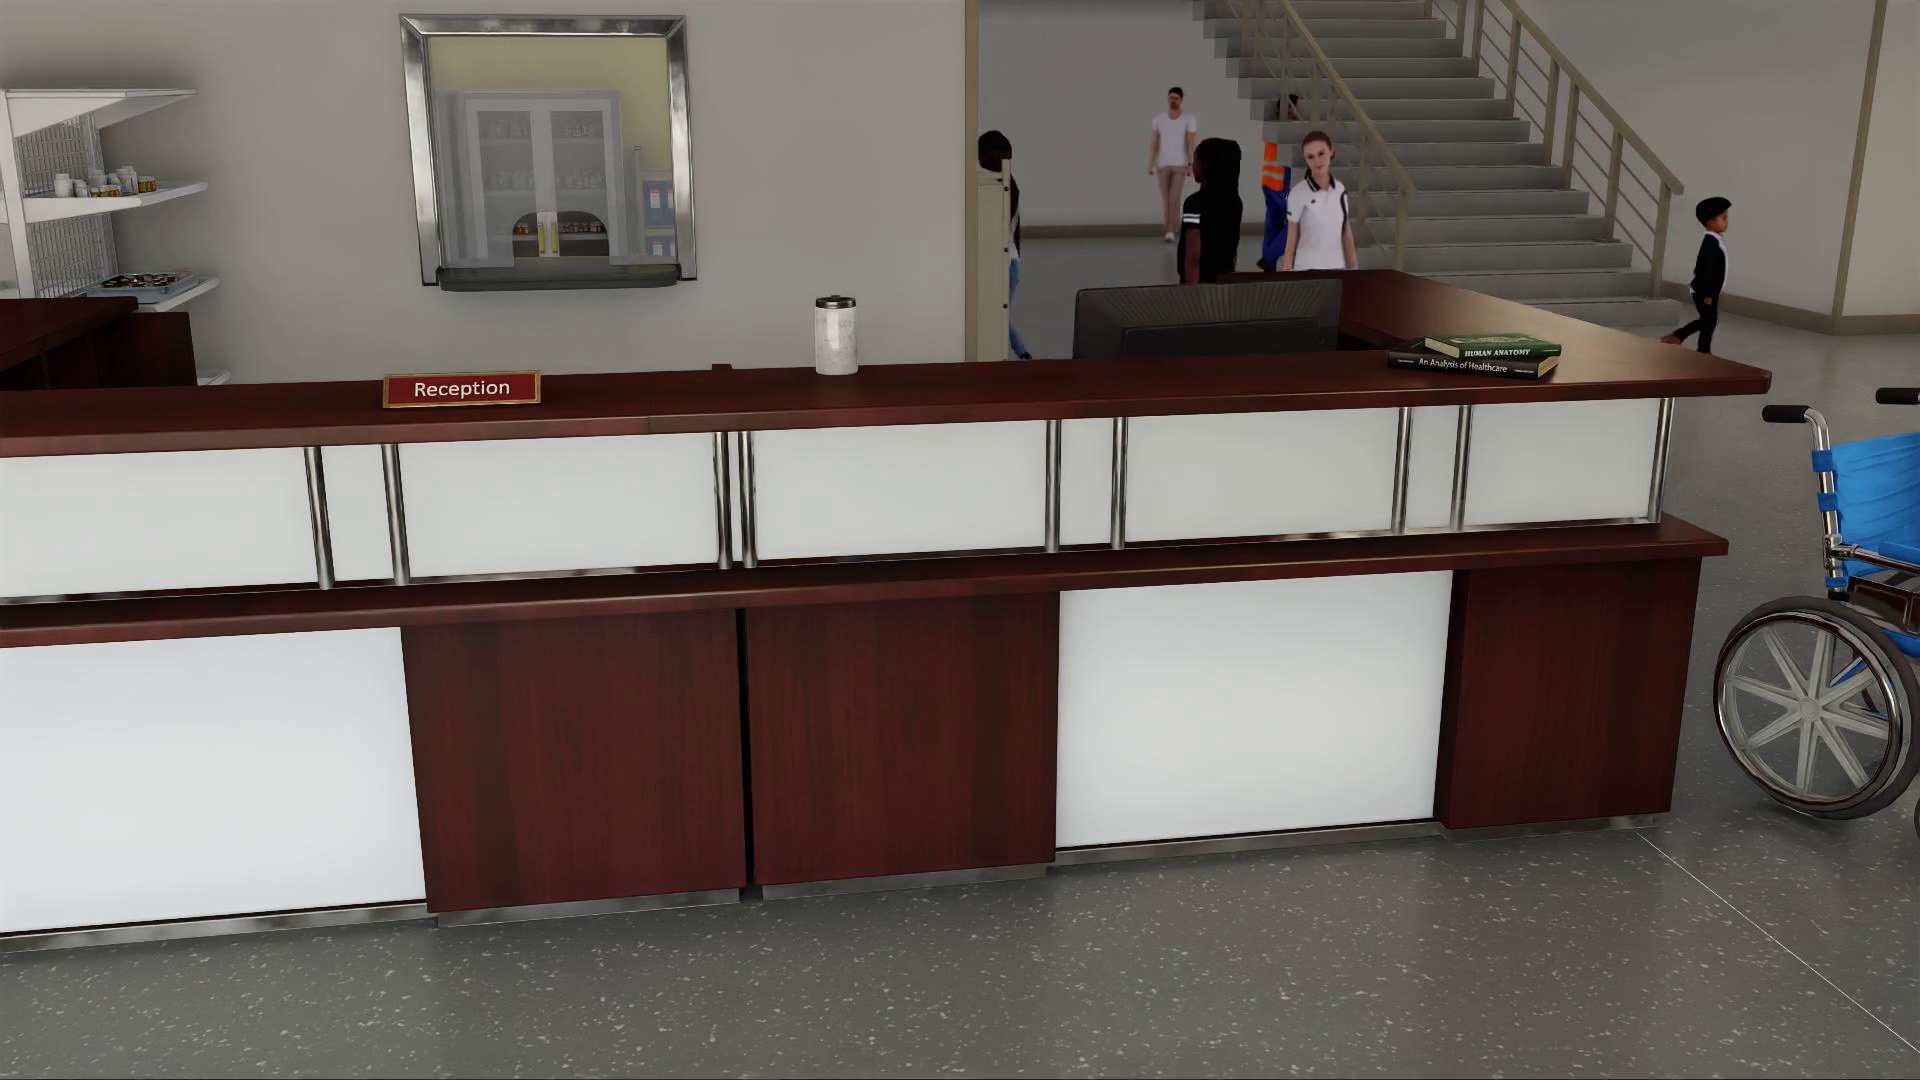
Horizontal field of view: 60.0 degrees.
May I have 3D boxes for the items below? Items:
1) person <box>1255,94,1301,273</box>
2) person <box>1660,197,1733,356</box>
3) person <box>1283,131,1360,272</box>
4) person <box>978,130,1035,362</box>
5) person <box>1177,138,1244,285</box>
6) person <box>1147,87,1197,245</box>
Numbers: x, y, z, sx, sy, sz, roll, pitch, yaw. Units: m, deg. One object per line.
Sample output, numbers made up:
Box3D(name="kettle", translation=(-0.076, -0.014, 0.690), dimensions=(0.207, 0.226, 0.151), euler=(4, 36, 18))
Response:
Box3D(name="person", translation=(3.068, -3.432, 16.372), dimensions=(0.830, 1.851, 0.735), euler=(-6, 17, -21))
Box3D(name="person", translation=(5.245, -1.803, 11.769), dimensions=(0.780, 1.216, 0.735), euler=(9, 18, 29))
Box3D(name="person", translation=(2.046, -1.505, 9.811), dimensions=(0.908, 1.704, 1.195), euler=(-12, 19, -35))
Box3D(name="person", translation=(0.277, -1.667, 10.372), dimensions=(0.796, 1.712, 0.887), euler=(-14, 21, -41))
Box3D(name="person", translation=(1.405, -1.269, 8.978), dimensions=(1.007, 1.701, 1.195), euler=(-13, 21, -39))
Box3D(name="person", translation=(2.613, -4.565, 20.385), dimensions=(0.987, 1.855, 1.133), euler=(6, 17, 21))
